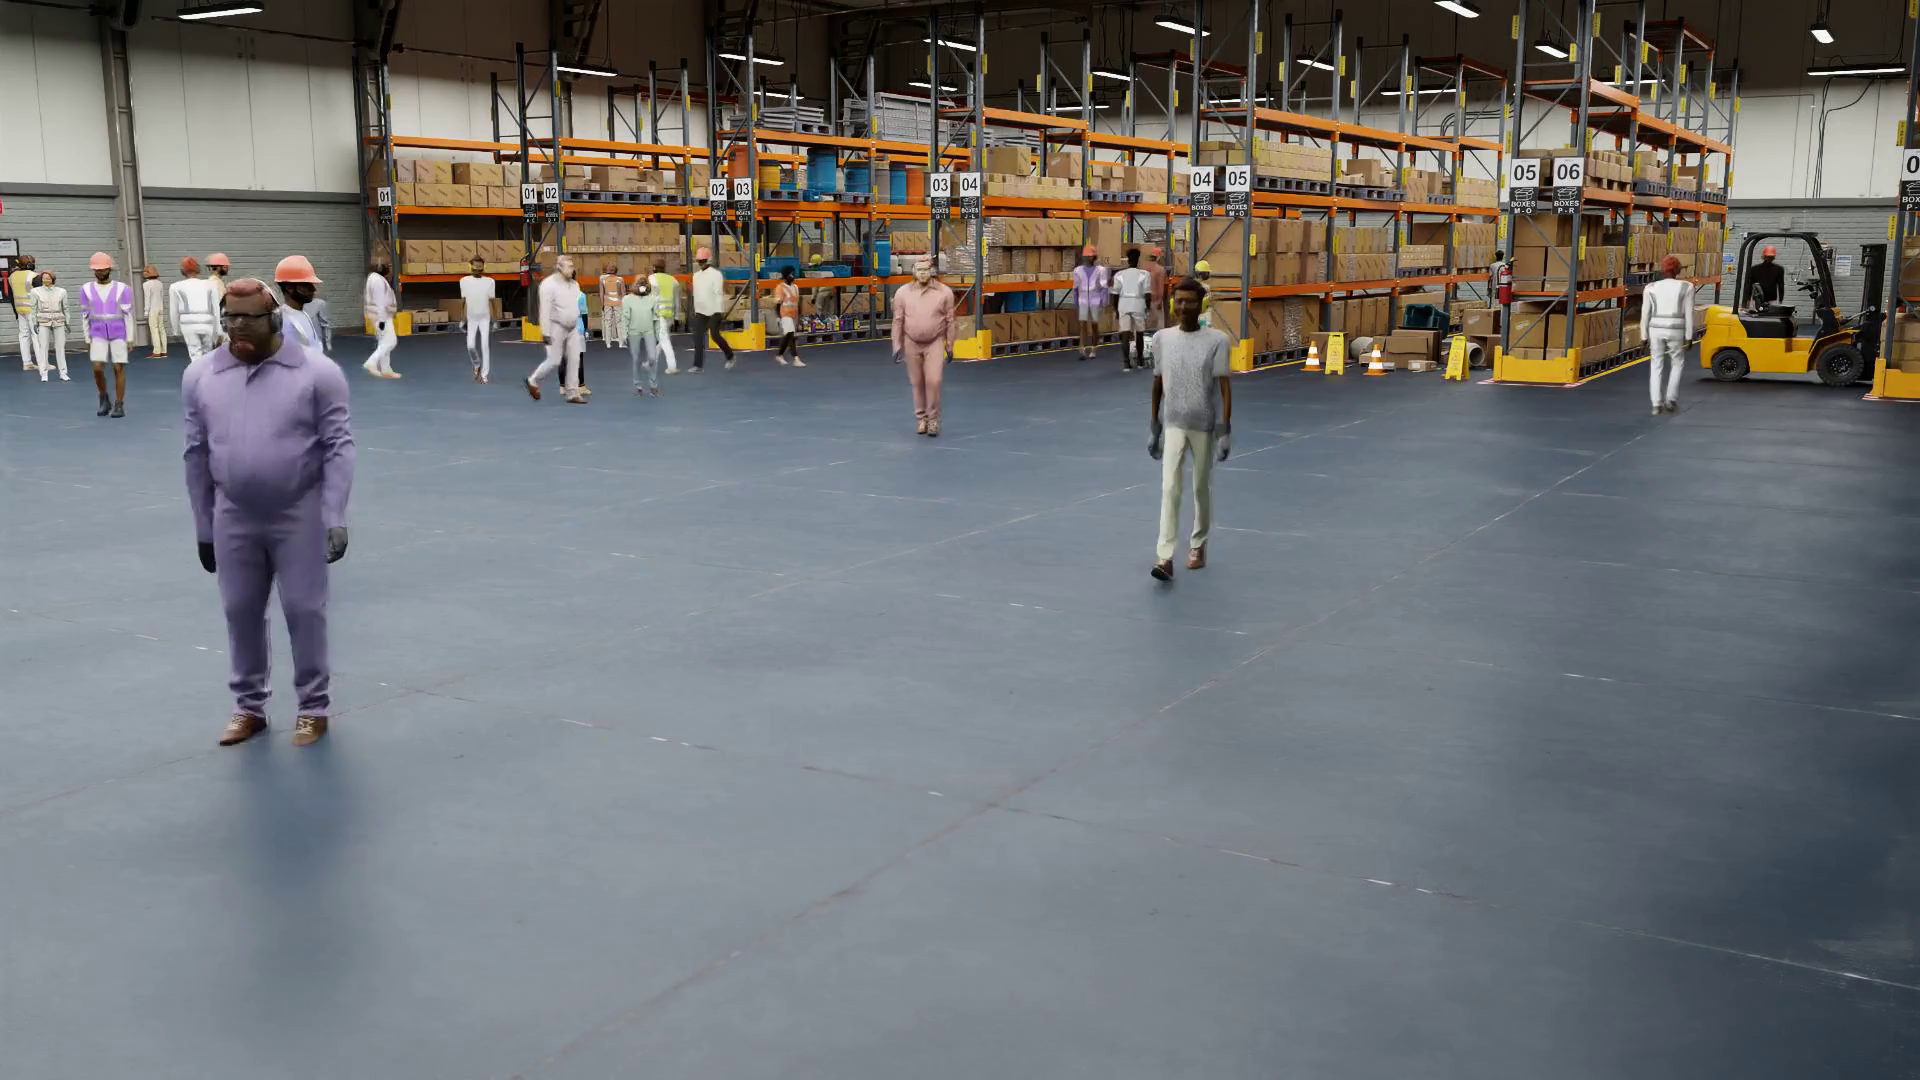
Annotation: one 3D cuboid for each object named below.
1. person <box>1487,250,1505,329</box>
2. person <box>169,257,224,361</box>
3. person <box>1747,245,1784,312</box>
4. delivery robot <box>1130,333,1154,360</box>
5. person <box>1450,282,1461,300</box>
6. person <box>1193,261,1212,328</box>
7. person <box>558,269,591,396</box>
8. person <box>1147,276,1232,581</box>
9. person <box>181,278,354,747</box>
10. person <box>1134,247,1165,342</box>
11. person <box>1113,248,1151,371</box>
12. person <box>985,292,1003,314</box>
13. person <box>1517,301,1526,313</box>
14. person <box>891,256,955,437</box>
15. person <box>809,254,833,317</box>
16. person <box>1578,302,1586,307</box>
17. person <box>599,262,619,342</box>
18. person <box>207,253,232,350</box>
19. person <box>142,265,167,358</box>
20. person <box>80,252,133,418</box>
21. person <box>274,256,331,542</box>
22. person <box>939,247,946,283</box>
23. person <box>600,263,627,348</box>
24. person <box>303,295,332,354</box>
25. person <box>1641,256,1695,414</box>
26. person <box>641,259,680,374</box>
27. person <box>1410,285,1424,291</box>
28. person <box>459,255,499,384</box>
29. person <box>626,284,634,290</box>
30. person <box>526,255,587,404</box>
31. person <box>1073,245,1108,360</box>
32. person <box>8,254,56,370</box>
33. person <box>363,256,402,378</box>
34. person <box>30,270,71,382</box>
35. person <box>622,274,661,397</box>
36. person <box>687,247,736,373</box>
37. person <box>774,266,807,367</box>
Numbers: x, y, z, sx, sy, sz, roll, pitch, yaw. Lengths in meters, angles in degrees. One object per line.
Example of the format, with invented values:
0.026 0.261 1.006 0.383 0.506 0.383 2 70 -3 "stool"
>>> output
12.773 -5.937 39.464 0.509 1.860 0.334 3 11 16 "person"
-9.631 -2.620 20.924 0.575 1.836 0.963 -9 13 -40 "person"
15.135 -4.541 31.273 0.639 1.987 0.497 4 11 21 "person"
3.044 -3.144 27.201 0.477 0.478 0.707 5 11 26 "delivery robot"
12.458 -6.415 41.752 0.642 2.017 0.615 4 11 22 "person"
3.544 -3.224 24.517 0.315 1.767 0.535 -5 11 -27 "person"
-5.170 -2.755 22.085 0.535 1.697 0.318 2 10 11 "person"
1.376 -0.671 10.062 0.551 1.817 0.961 3 11 19 "person"
-2.777 -0.085 6.687 0.677 1.894 0.467 -1 10 -6 "person"
3.730 -4.720 32.393 0.614 1.948 1.017 9 14 42 "person"
2.752 -3.670 26.528 0.636 1.935 0.799 3 11 15 "person"
0.701 -4.870 33.308 0.383 1.918 0.591 -4 11 -19 "person"
14.494 -6.554 42.683 0.356 1.938 0.638 5 11 24 "person"
-0.405 -2.025 17.471 0.665 1.874 0.802 1 10 6 "person"
-3.024 -5.370 36.519 0.406 1.788 0.724 5 11 27 "person"
13.544 -5.390 36.422 0.564 1.847 0.395 2 10 13 "person"
-7.225 -4.897 34.242 0.514 1.641 0.307 7 12 34 "person"
-10.645 -3.146 23.762 0.994 1.892 0.553 -5 11 -25 "person"
-14.279 -4.038 29.447 0.281 1.633 0.500 1 10 6 "person"
-9.877 -2.366 19.295 0.542 1.921 0.421 -3 11 -19 "person"
-4.455 -0.947 11.284 0.355 1.938 0.545 -2 10 -9 "person"
-0.480 -6.514 42.493 0.670 1.918 0.651 -10 14 -43 "person"
-6.674 -4.504 32.042 0.514 1.640 0.310 1 10 5 "person"
-7.880 -2.355 20.074 0.533 1.615 0.486 -1 10 -5 "person"
8.410 -2.429 19.760 0.606 1.867 0.557 6 12 31 "person"
-4.697 -3.495 26.008 0.980 1.784 0.606 9 14 41 "person"
11.751 -6.715 43.301 0.888 2.000 0.699 6 12 32 "person"
-6.938 -3.169 23.957 0.564 1.857 0.422 -2 10 -14 "person"
-7.540 -5.765 38.753 0.534 1.765 0.323 8 13 39 "person"
-5.103 -2.660 21.031 0.718 1.888 0.660 6 12 31 "person"
2.270 -4.128 28.970 0.628 1.989 1.042 2 10 12 "person"
-14.831 -3.626 26.558 0.622 1.845 0.430 3 11 18 "person"
-8.656 -3.316 24.874 0.466 1.829 0.627 -5 11 -26 "person"
-13.384 -3.155 24.492 0.513 1.638 0.313 -8 13 -39 "person"
-4.191 -2.679 21.915 0.520 1.612 0.661 -3 11 -16 "person"
-3.922 -3.609 26.144 0.621 1.963 0.850 6 12 31 "person"
-2.825 -3.681 27.368 0.783 1.668 0.541 6 12 31 "person"
